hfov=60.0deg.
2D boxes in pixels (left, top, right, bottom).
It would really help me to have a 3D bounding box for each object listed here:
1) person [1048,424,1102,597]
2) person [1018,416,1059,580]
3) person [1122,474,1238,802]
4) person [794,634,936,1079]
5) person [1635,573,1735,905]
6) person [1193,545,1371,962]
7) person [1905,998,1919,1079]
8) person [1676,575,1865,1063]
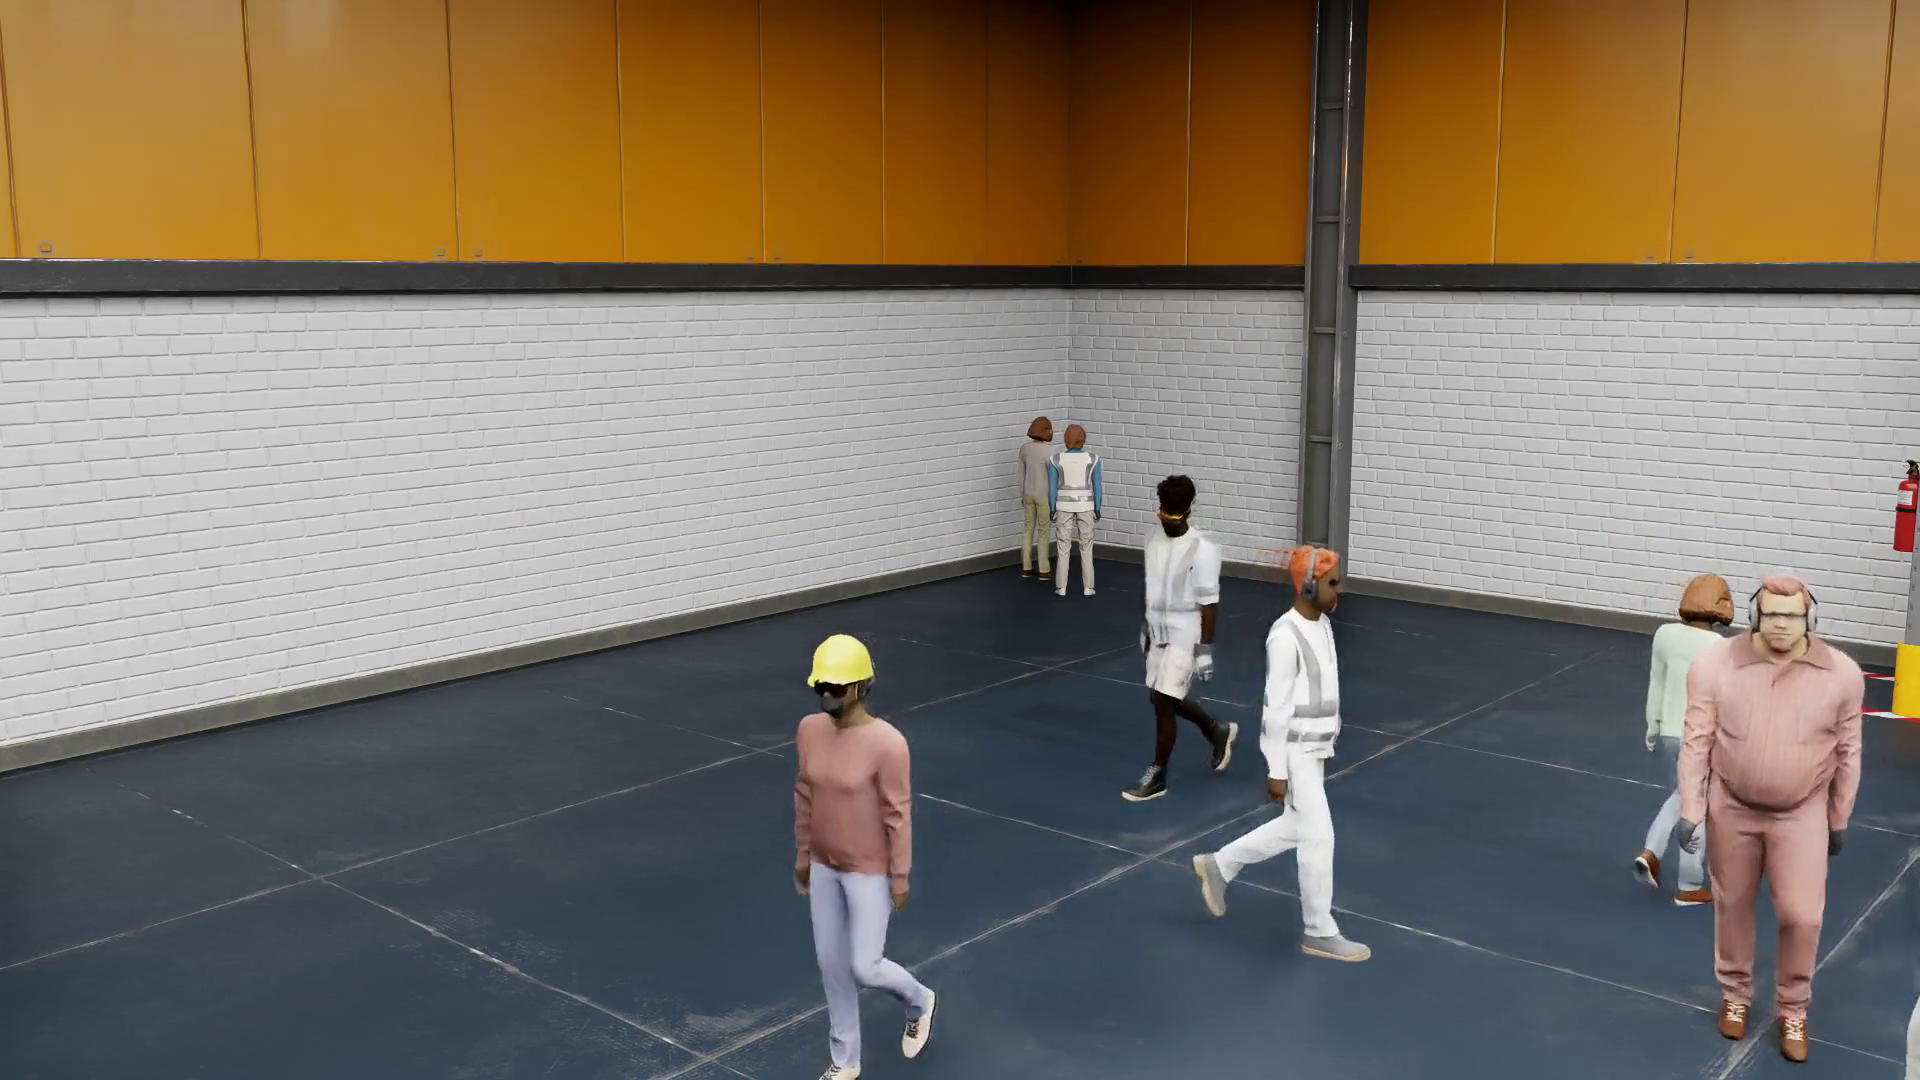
[{"bbox_3d":[1.082,-0.271,15.673,0.514,1.641,0.307,1,9,3],"label":"person"},{"bbox_3d":[0.793,-0.420,16.628,0.266,1.631,0.507,-9,13,-44],"label":"person"},{"bbox_3d":[1.313,0.550,9.662,0.771,1.917,0.680,-4,10,-26],"label":"person"},{"bbox_3d":[-0.366,1.190,6.173,0.524,1.754,0.496,7,11,37],"label":"person"},{"bbox_3d":[3.527,0.958,7.985,0.392,1.617,0.527,-4,10,-24],"label":"person"},{"bbox_3d":[1.455,0.933,7.459,0.782,1.861,0.576,5,10,27],"label":"person"},{"bbox_3d":[2.664,1.444,4.010,0.666,1.922,0.449,2,9,13],"label":"person"},{"bbox_3d":[3.133,1.070,6.479,0.641,1.889,0.590,5,10,27],"label":"person"}]
